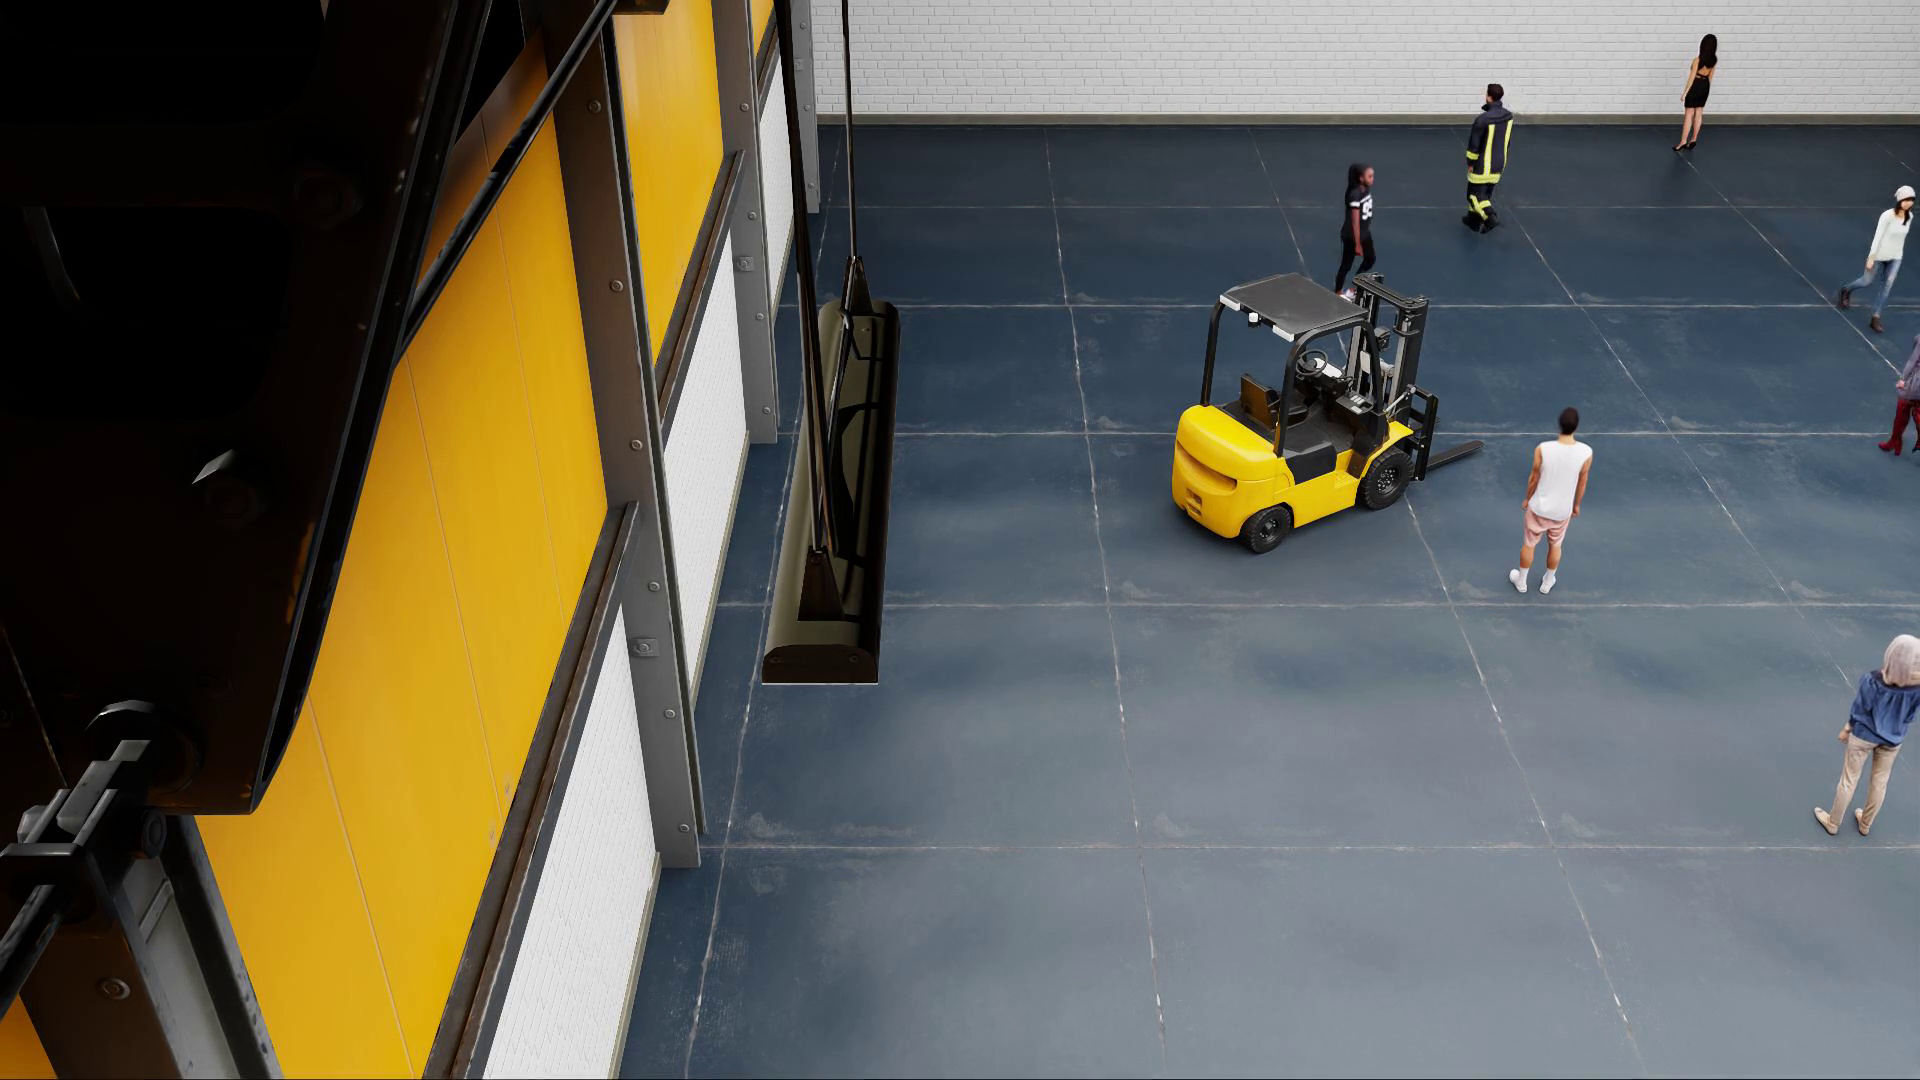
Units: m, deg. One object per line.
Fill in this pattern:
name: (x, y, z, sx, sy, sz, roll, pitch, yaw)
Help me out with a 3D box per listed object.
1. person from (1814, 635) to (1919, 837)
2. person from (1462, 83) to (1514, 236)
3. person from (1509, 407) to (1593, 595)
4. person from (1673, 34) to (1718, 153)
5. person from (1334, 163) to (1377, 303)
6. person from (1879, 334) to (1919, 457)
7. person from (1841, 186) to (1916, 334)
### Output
person: (6.484, 1.387, 11.775, 0.624, 1.699, 0.576, 2, 34, 3)
person: (6.642, -4.708, 20.754, 1.027, 1.910, 1.146, -15, 36, -21)
person: (5.072, -0.323, 14.267, 0.670, 1.789, 0.618, 5, 34, 8)
person: (10.356, -6.268, 23.336, 0.615, 1.650, 0.570, -9, 35, -14)
person: (4.462, -3.500, 19.112, 0.823, 1.715, 0.756, 22, 39, 29)
person: (9.413, -1.546, 16.185, 0.743, 1.702, 0.819, -13, 36, -19)
person: (10.385, -3.223, 18.781, 0.622, 1.621, 1.052, -3, 34, -5)
